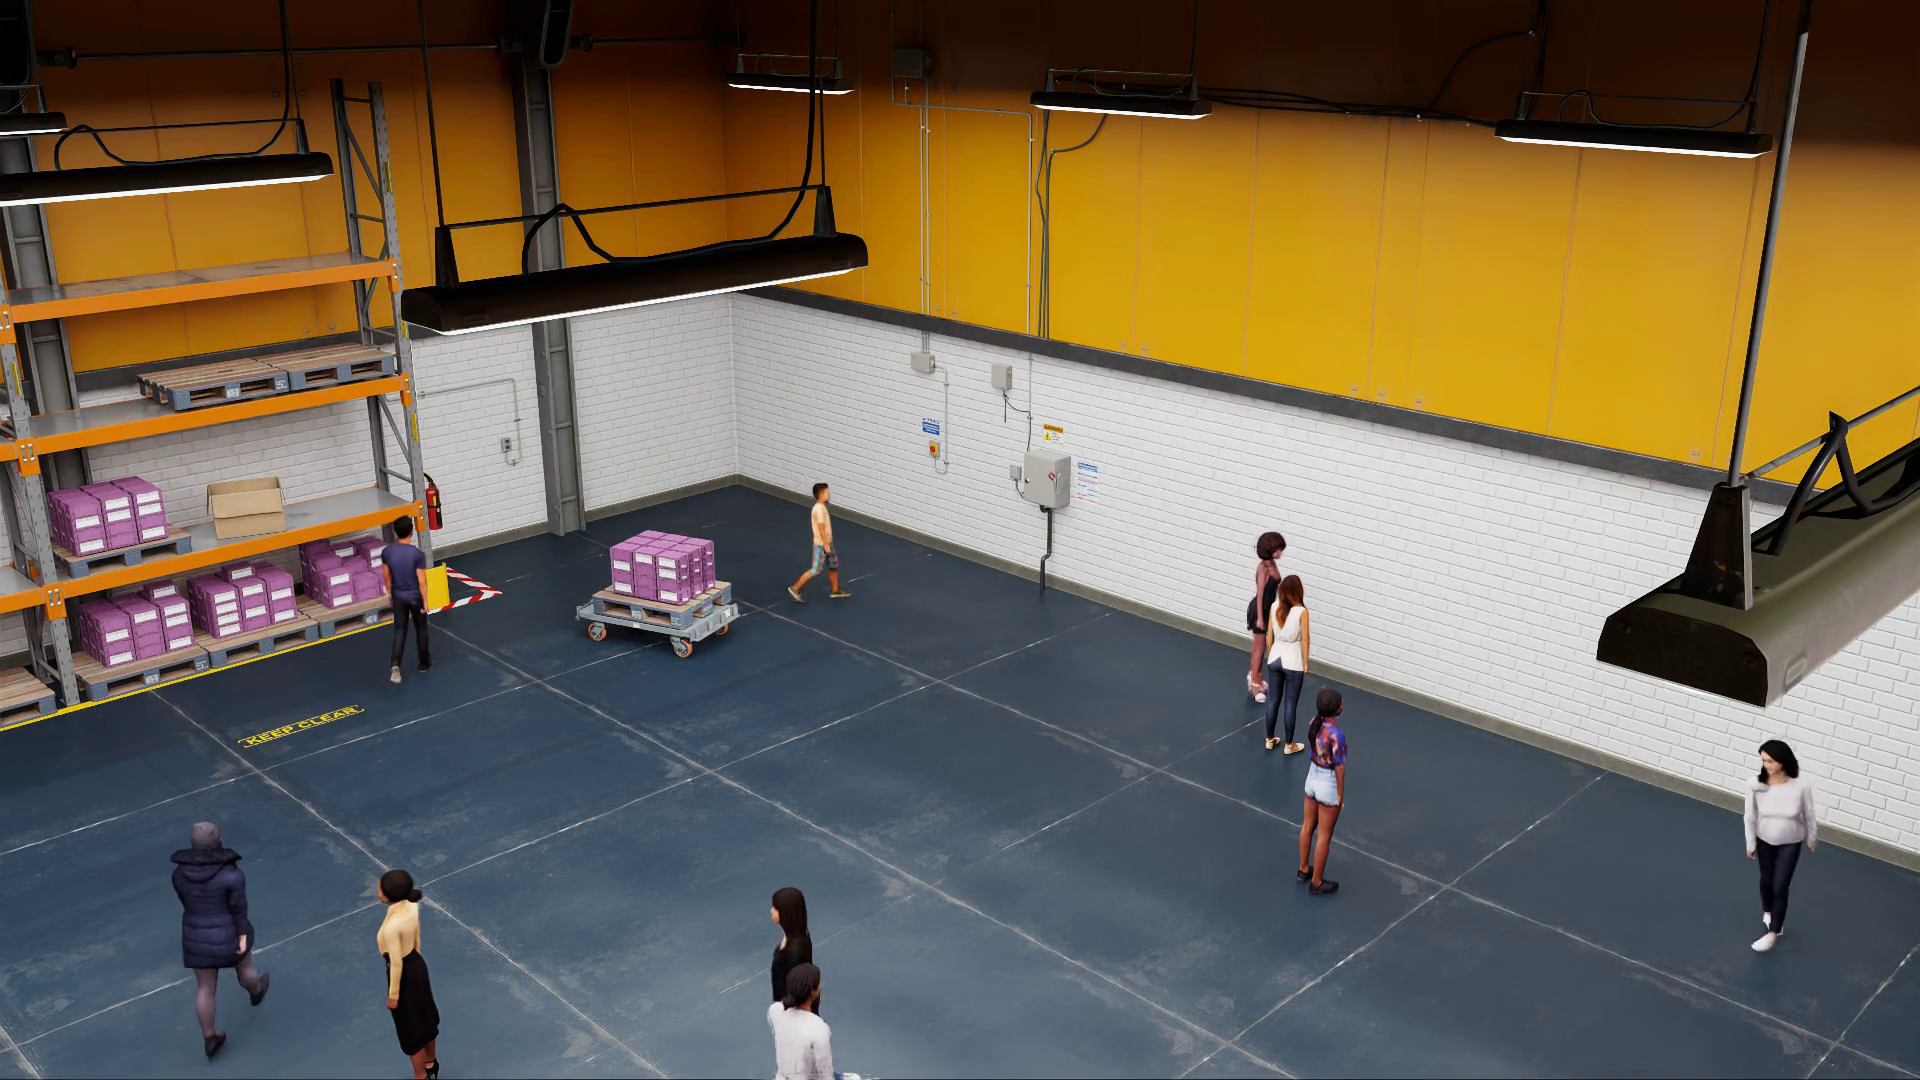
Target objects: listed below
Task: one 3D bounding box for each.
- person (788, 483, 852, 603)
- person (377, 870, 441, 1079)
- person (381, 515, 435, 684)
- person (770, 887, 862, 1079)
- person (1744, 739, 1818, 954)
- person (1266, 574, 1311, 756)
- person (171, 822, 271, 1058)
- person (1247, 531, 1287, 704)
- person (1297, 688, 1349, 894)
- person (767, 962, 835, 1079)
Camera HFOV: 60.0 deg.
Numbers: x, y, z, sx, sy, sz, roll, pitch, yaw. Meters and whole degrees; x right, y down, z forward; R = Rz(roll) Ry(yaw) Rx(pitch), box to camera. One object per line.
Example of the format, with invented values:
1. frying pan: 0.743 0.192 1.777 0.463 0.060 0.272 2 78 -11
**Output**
1. person: -1.691 0.051 19.623 0.991 1.440 0.920 0 19 -1
2. person: -3.610 2.890 10.857 0.725 1.653 0.653 2 19 5
3. person: -5.801 0.644 17.347 1.057 1.769 1.118 0 19 1
4. person: -0.968 2.974 10.637 0.958 1.635 0.853 -2 19 -6
5. person: 6.260 2.283 12.661 0.768 1.654 0.946 8 20 23
6. person: 3.086 1.171 15.757 0.593 1.786 0.536 15 24 38
7. person: -5.121 2.740 11.347 1.080 1.626 1.130 0 19 -1
8. person: 3.076 0.753 16.998 0.753 1.785 0.611 7 20 20
9. person: 2.914 1.994 13.379 0.622 1.742 0.641 -9 21 -25
10. person: -0.971 3.268 9.642 0.716 1.714 0.995 15 24 37
